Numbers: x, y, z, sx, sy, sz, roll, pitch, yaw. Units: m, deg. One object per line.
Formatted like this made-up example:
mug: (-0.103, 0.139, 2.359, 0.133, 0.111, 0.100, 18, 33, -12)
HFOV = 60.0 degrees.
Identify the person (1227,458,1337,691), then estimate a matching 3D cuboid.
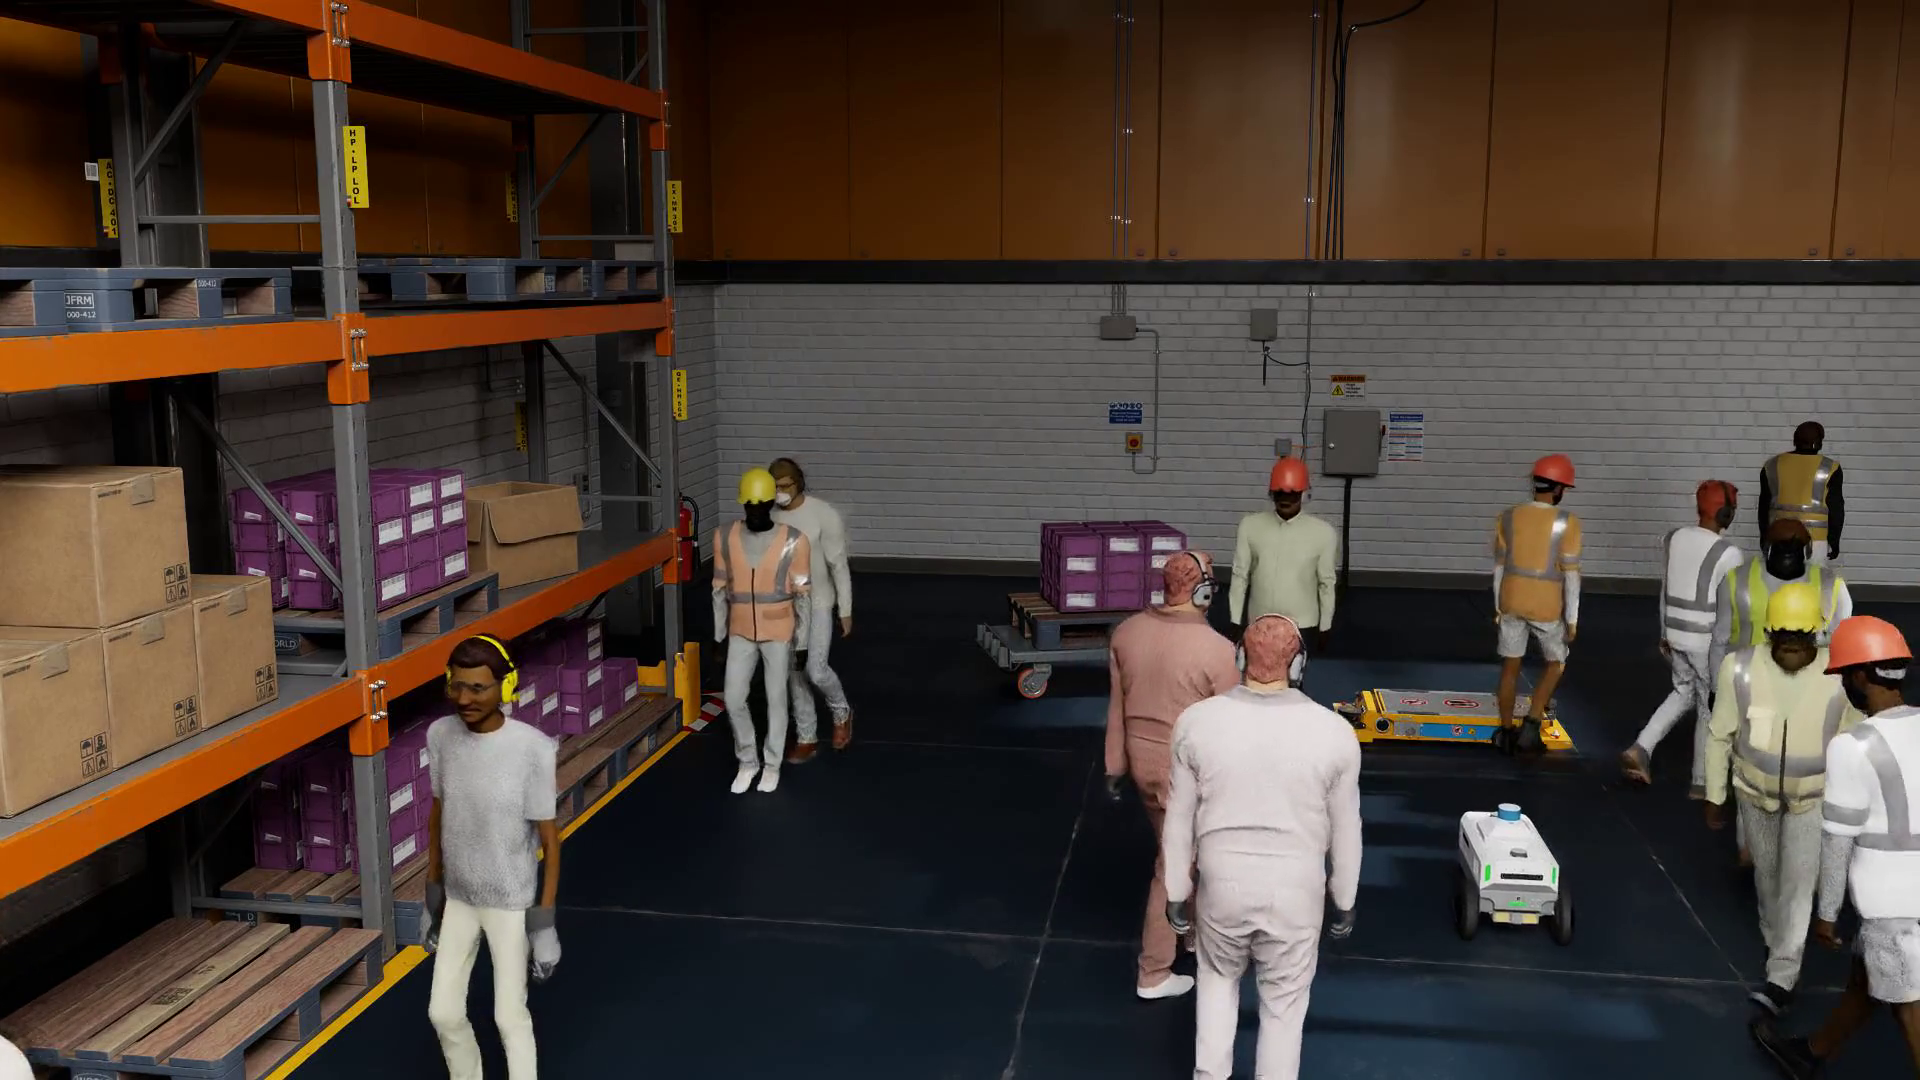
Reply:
person: (1.934, 0.460, 9.951, 0.608, 1.959, 0.979, 4, 10, 22)

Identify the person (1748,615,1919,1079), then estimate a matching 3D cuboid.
person: (3.182, 1.191, 5.736, 0.624, 1.849, 1.025, -4, 10, -22)

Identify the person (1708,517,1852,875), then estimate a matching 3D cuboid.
person: (4.147, 0.784, 8.417, 0.654, 1.789, 0.945, 4, 10, 21)

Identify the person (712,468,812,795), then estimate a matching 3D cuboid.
person: (-1.158, 0.539, 9.559, 0.623, 1.907, 0.534, 1, 9, 9)

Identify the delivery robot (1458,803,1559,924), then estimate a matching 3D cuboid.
delivery robot: (2.539, 1.468, 7.723, 0.477, 0.478, 0.707, 1, 9, 8)

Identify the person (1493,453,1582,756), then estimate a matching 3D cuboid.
person: (3.586, 0.414, 10.345, 0.582, 1.910, 0.445, 8, 12, 42)

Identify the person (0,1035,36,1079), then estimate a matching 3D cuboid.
person: (-2.272, 1.636, 3.691, 0.525, 1.620, 0.345, 2, 10, 14)

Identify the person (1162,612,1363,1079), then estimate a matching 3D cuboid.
person: (1.029, 1.186, 5.687, 0.662, 1.883, 0.433, 3, 10, 17)

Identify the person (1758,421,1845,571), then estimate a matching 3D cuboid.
person: (6.721, -0.031, 13.301, 0.429, 1.841, 0.633, -9, 13, -44)

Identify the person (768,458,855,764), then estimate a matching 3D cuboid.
person: (-0.968, 0.431, 10.248, 0.667, 1.909, 0.517, 4, 10, 25)

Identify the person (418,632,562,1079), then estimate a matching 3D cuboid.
person: (-1.563, 1.218, 5.535, 0.603, 1.864, 0.356, 3, 10, 19)

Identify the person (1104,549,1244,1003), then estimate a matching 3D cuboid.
person: (1.015, 0.965, 7.062, 0.897, 1.870, 0.670, -8, 12, -40)

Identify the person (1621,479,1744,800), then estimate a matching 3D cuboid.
person: (4.165, 0.579, 9.451, 0.613, 1.869, 0.601, -3, 10, -19)

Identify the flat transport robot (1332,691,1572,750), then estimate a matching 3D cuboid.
flat transport robot: (3.174, 1.155, 10.818, 1.431, 0.197, 0.652, 1, 9, 9)

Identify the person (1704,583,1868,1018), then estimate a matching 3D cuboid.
person: (3.400, 1.050, 6.863, 0.612, 1.769, 0.953, 6, 11, 34)
